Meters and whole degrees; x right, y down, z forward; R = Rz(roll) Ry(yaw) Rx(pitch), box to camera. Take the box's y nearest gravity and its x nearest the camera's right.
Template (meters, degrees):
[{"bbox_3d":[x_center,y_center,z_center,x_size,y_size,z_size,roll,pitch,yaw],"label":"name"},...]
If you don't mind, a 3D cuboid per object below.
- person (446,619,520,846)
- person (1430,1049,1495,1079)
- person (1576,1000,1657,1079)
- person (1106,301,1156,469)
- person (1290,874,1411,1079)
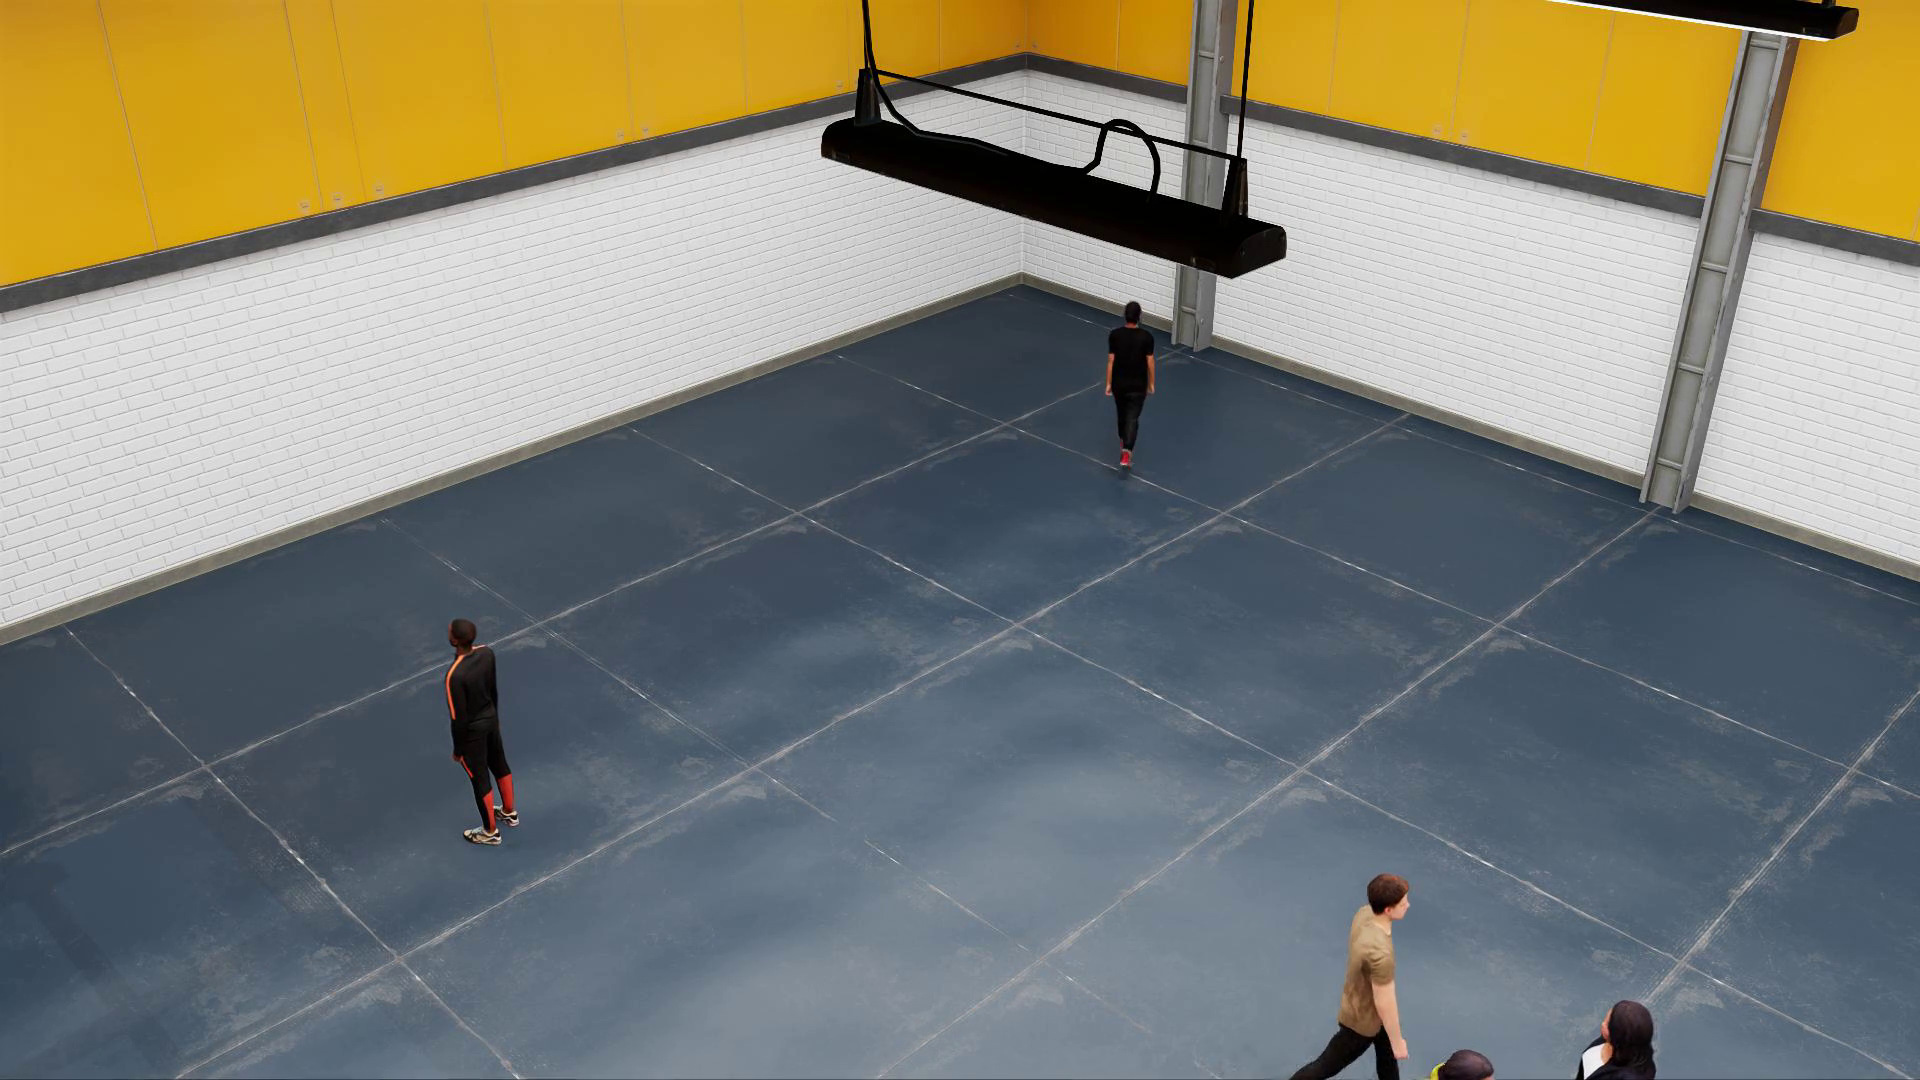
[{"bbox_3d":[-3.391,1.327,11.712,0.658,1.808,0.688,12,31,21],"label":"person"},{"bbox_3d":[2.344,3.183,8.490,0.989,1.635,0.977,9,30,16],"label":"person"},{"bbox_3d":[3.434,3.048,8.759,0.816,1.614,0.773,3,29,6],"label":"person"},{"bbox_3d":[1.733,-1.566,17.097,1.186,1.729,1.086,8,30,14],"label":"person"},{"bbox_3d":[2.163,2.646,9.296,1.330,1.807,1.127,5,29,10],"label":"person"}]
